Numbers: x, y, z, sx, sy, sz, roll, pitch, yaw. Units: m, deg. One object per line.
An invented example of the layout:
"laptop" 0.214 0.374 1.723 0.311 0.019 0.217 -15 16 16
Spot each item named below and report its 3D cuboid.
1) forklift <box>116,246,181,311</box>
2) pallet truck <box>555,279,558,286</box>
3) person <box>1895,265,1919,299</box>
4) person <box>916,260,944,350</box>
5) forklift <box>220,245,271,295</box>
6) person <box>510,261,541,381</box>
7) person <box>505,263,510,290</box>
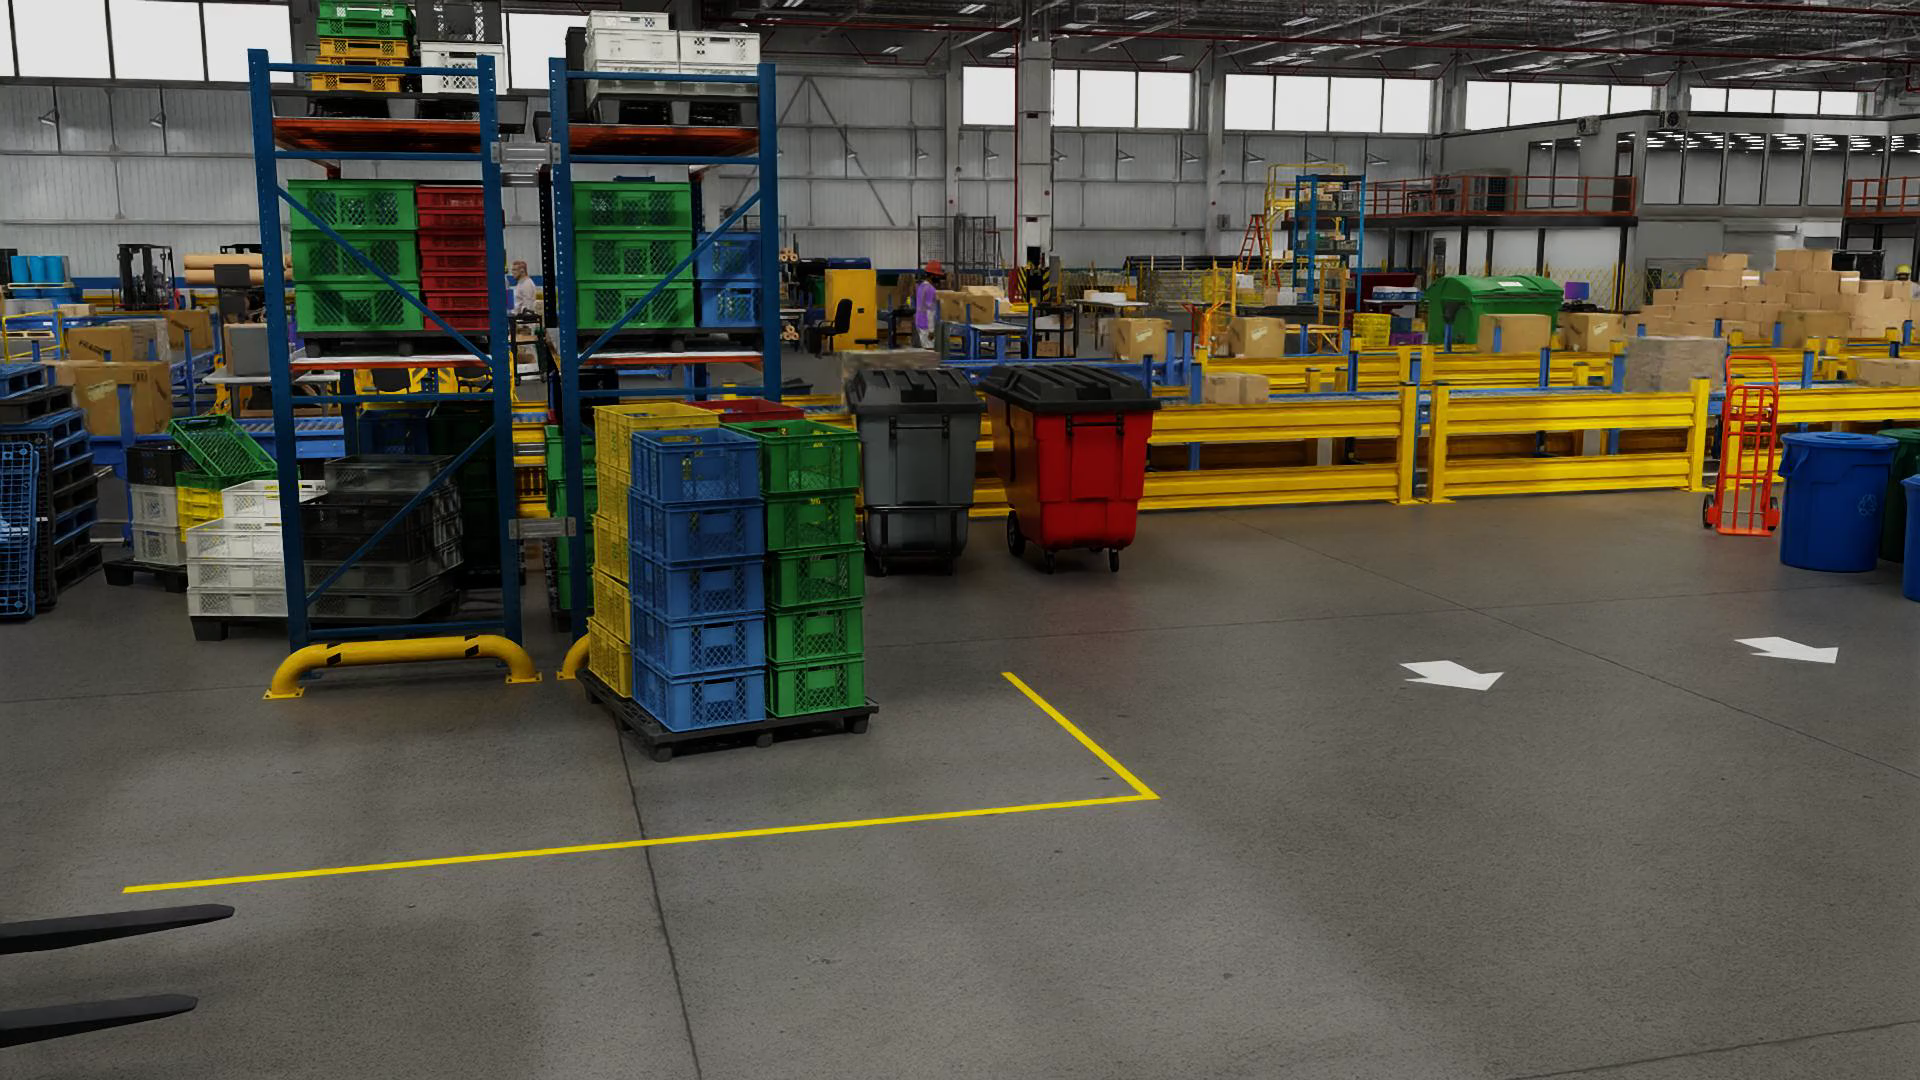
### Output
"forklift" -19.966 -6.232 40.894 1.157 1.987 2.680 -3 10 -15
"pallet truck" -10.604 -6.375 44.520 0.653 1.274 1.630 -3 10 -15
"person" 15.633 -3.661 27.677 0.597 1.821 0.403 1 10 8
"person" -0.448 -3.169 24.622 0.419 1.918 0.553 -2 10 -13
"forklift" -17.749 -6.334 41.440 1.157 1.987 2.680 -3 10 -17
"person" -6.943 -3.488 26.507 0.420 1.896 0.656 -4 11 -22
"person" -10.821 -5.721 39.504 0.314 1.769 0.525 -7 12 -35
